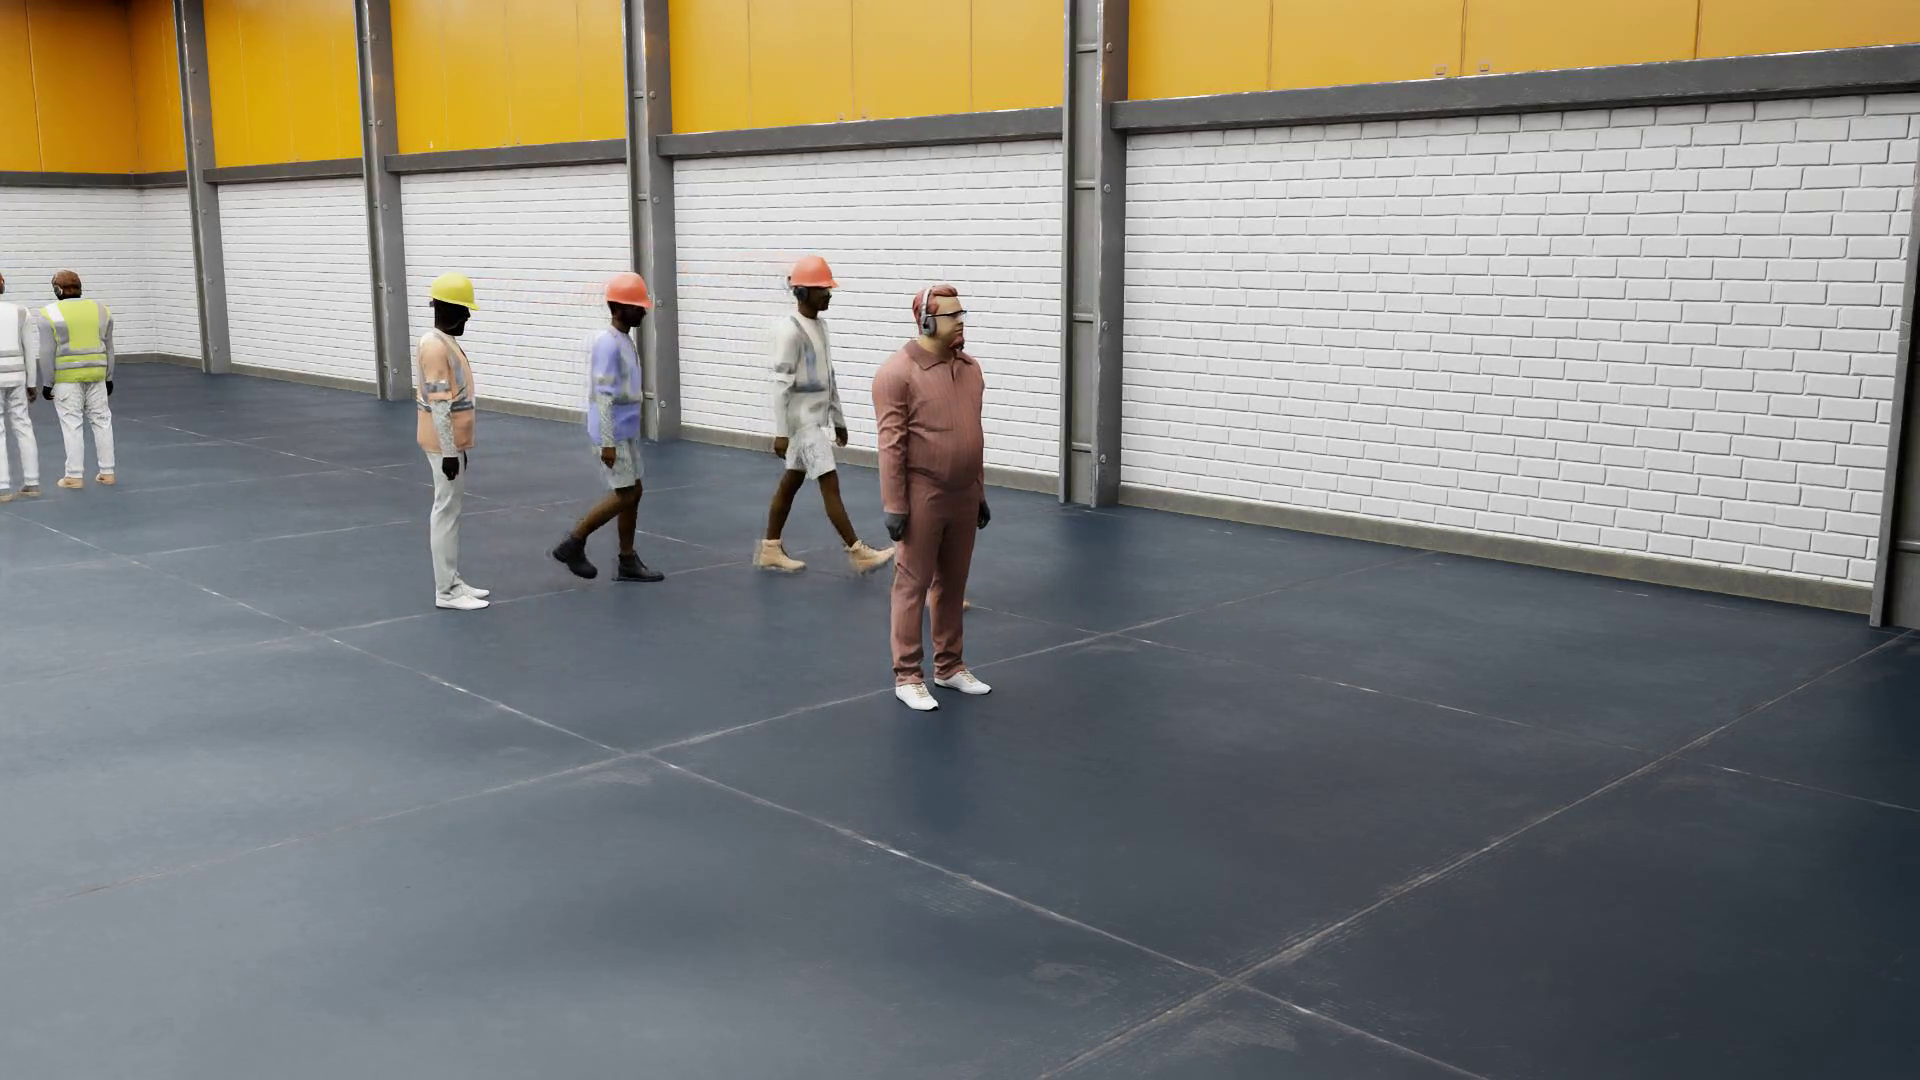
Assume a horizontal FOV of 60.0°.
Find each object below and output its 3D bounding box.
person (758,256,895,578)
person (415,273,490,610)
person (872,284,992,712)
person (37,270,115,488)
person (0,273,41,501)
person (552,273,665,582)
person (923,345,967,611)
[{"bbox_3d":[-0.839,-0.747,10.342,1.012,1.991,0.634,2,11,13],"label":"person"},{"bbox_3d":[-2.911,-0.562,9.547,0.379,1.918,0.585,-3,11,-13],"label":"person"},{"bbox_3d":[-0.093,-0.197,7.570,0.409,1.913,0.649,9,14,41],"label":"person"},{"bbox_3d":[-7.489,-1.359,14.110,0.429,1.840,0.624,7,13,35],"label":"person"},{"bbox_3d":[-7.755,-1.260,13.444,0.337,1.882,0.584,7,12,33],"label":"person"},{"bbox_3d":[-2.117,-0.658,10.091,0.595,1.915,0.576,0,10,1],"label":"person"},{"bbox_3d":[-0.103,-0.445,9.510,0.317,1.695,0.540,0,10,-2],"label":"person"}]
